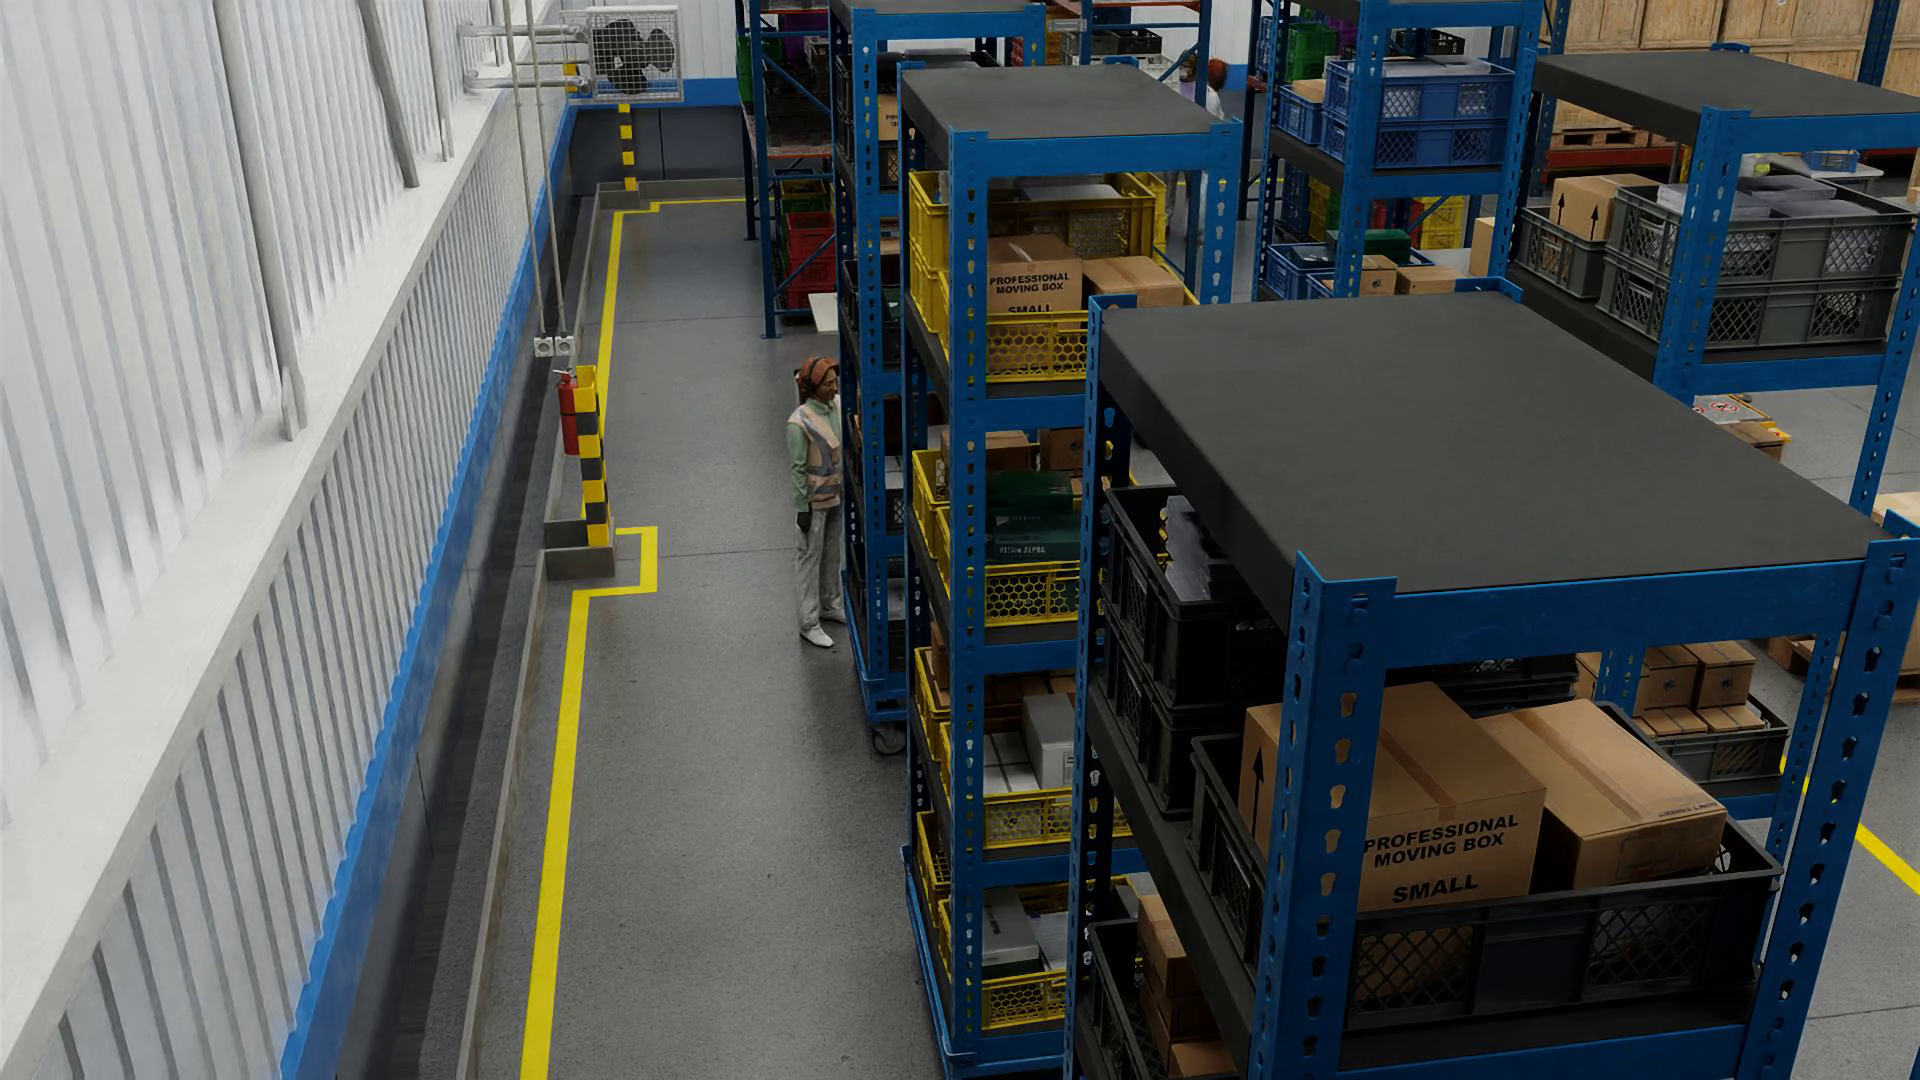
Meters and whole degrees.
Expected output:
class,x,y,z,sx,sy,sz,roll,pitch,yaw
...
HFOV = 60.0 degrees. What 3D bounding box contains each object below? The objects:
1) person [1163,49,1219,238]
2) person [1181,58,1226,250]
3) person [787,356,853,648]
class,x,y,z,sx,sy,sz,roll,pitch,yaw
person,2.308,-4.057,17.109,0.627,1.936,0.376,8,26,17
person,2.472,-3.930,16.937,0.378,1.857,0.651,3,25,6
person,-0.752,-0.225,9.127,0.307,1.639,0.525,12,27,25
